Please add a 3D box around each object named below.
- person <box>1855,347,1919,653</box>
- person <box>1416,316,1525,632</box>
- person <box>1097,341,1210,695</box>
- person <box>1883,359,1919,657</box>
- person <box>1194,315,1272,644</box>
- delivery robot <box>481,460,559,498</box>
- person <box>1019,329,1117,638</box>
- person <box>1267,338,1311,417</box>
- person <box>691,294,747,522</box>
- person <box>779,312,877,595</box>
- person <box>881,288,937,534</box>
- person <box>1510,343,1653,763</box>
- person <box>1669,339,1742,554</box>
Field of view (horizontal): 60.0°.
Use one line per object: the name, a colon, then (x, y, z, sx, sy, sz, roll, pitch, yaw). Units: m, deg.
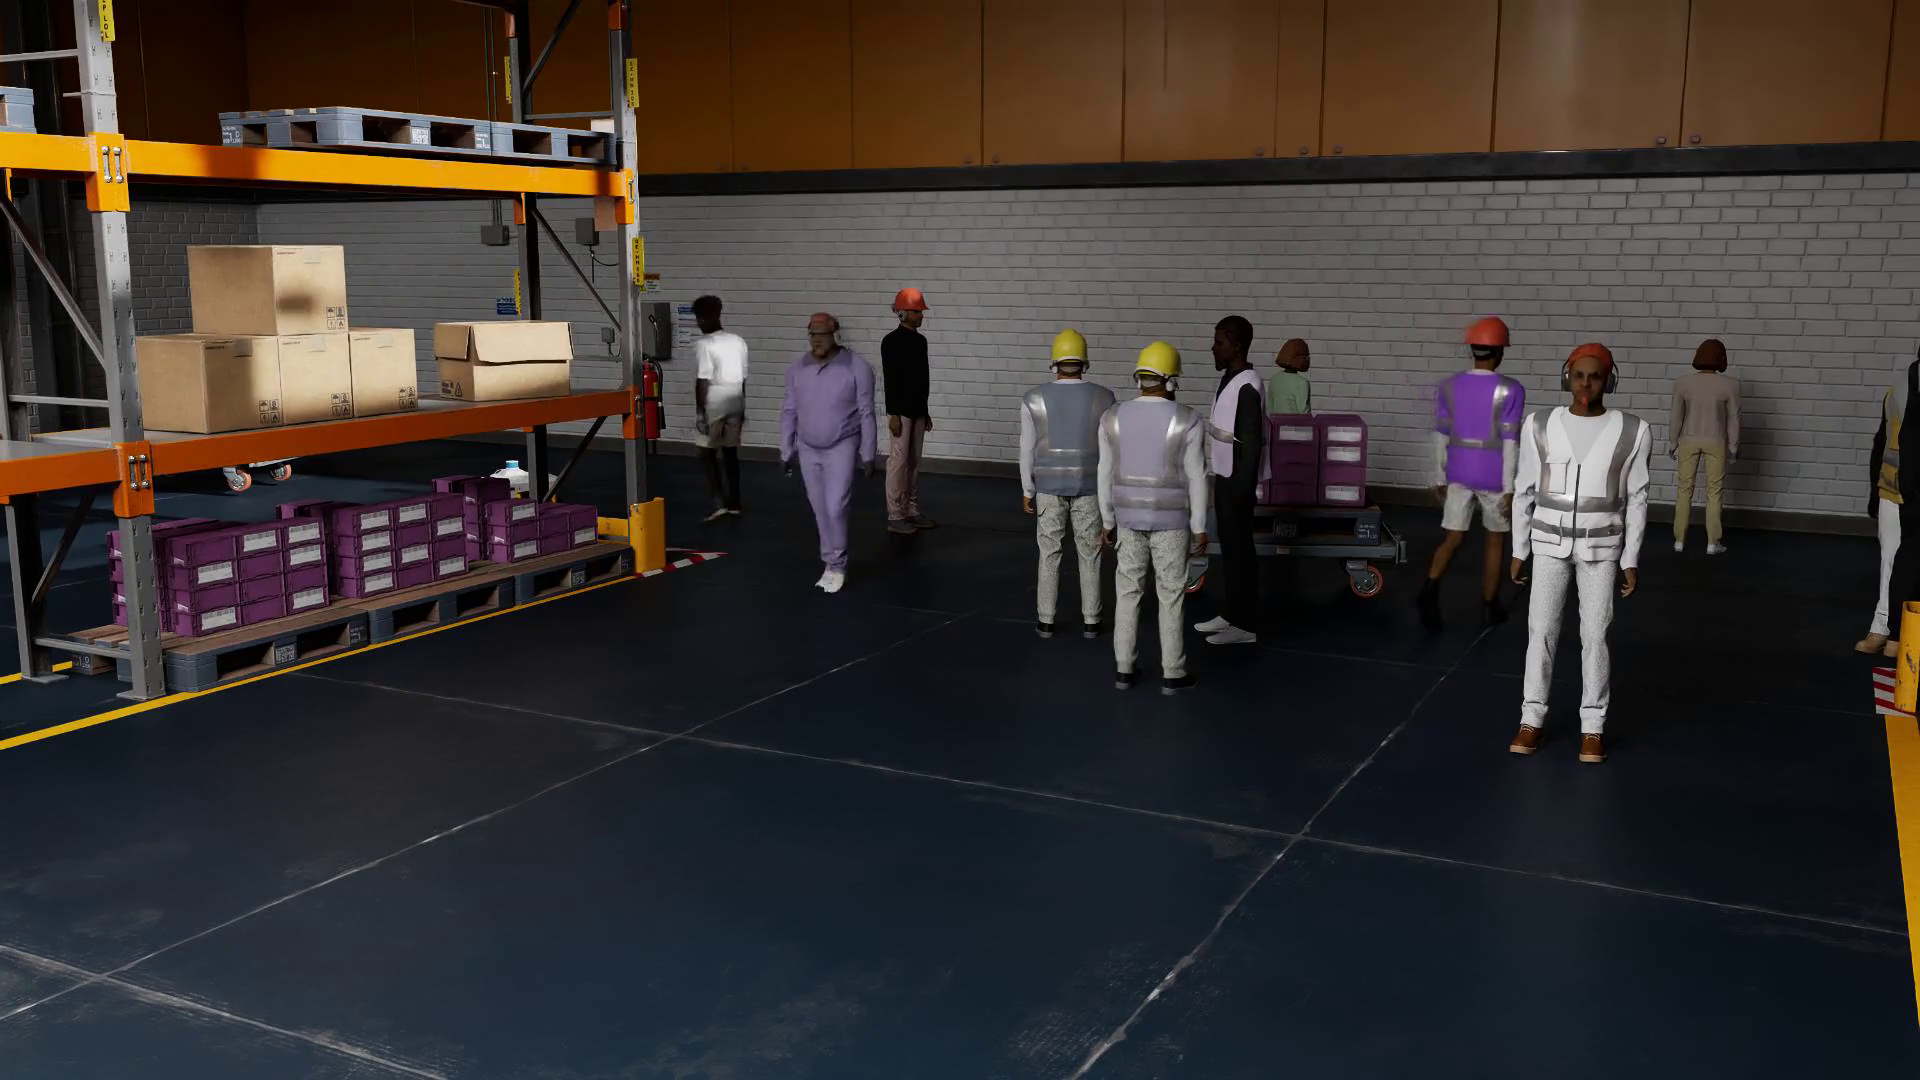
person: (5.396, -0.235, 9.313, 0.429, 1.844, 0.627, -7, 12, -36)
person: (3.070, -0.382, 9.993, 0.548, 1.914, 0.837, 9, 13, 41)
person: (1.013, -0.114, 8.637, 0.600, 1.829, 0.404, 5, 11, 28)
person: (5.461, -0.307, 9.152, 0.539, 2.000, 0.688, -1, 10, -7)
person: (1.621, -0.352, 9.765, 0.379, 1.918, 0.597, -1, 10, -3)
delivery robot: (-3.714, -0.419, 13.824, 0.707, 0.478, 0.477, -6, 11, -30)
person: (0.651, -0.326, 9.852, 0.595, 1.837, 0.404, 1, 10, 4)
person: (2.534, -0.727, 12.761, 0.265, 1.632, 0.508, -4, 11, -22)
person: (-2.026, -1.133, 14.264, 0.634, 1.939, 0.725, 7, 12, 37)
person: (-0.926, -0.580, 11.178, 0.663, 1.880, 0.653, 4, 11, 22)
person: (-0.421, -1.062, 13.654, 0.375, 1.995, 0.611, 5, 11, 26)
person: (2.774, 0.058, 7.492, 0.575, 1.884, 0.355, 5, 11, 26)
person: (5.657, -0.709, 12.655, 0.504, 1.632, 0.270, 7, 12, 35)
